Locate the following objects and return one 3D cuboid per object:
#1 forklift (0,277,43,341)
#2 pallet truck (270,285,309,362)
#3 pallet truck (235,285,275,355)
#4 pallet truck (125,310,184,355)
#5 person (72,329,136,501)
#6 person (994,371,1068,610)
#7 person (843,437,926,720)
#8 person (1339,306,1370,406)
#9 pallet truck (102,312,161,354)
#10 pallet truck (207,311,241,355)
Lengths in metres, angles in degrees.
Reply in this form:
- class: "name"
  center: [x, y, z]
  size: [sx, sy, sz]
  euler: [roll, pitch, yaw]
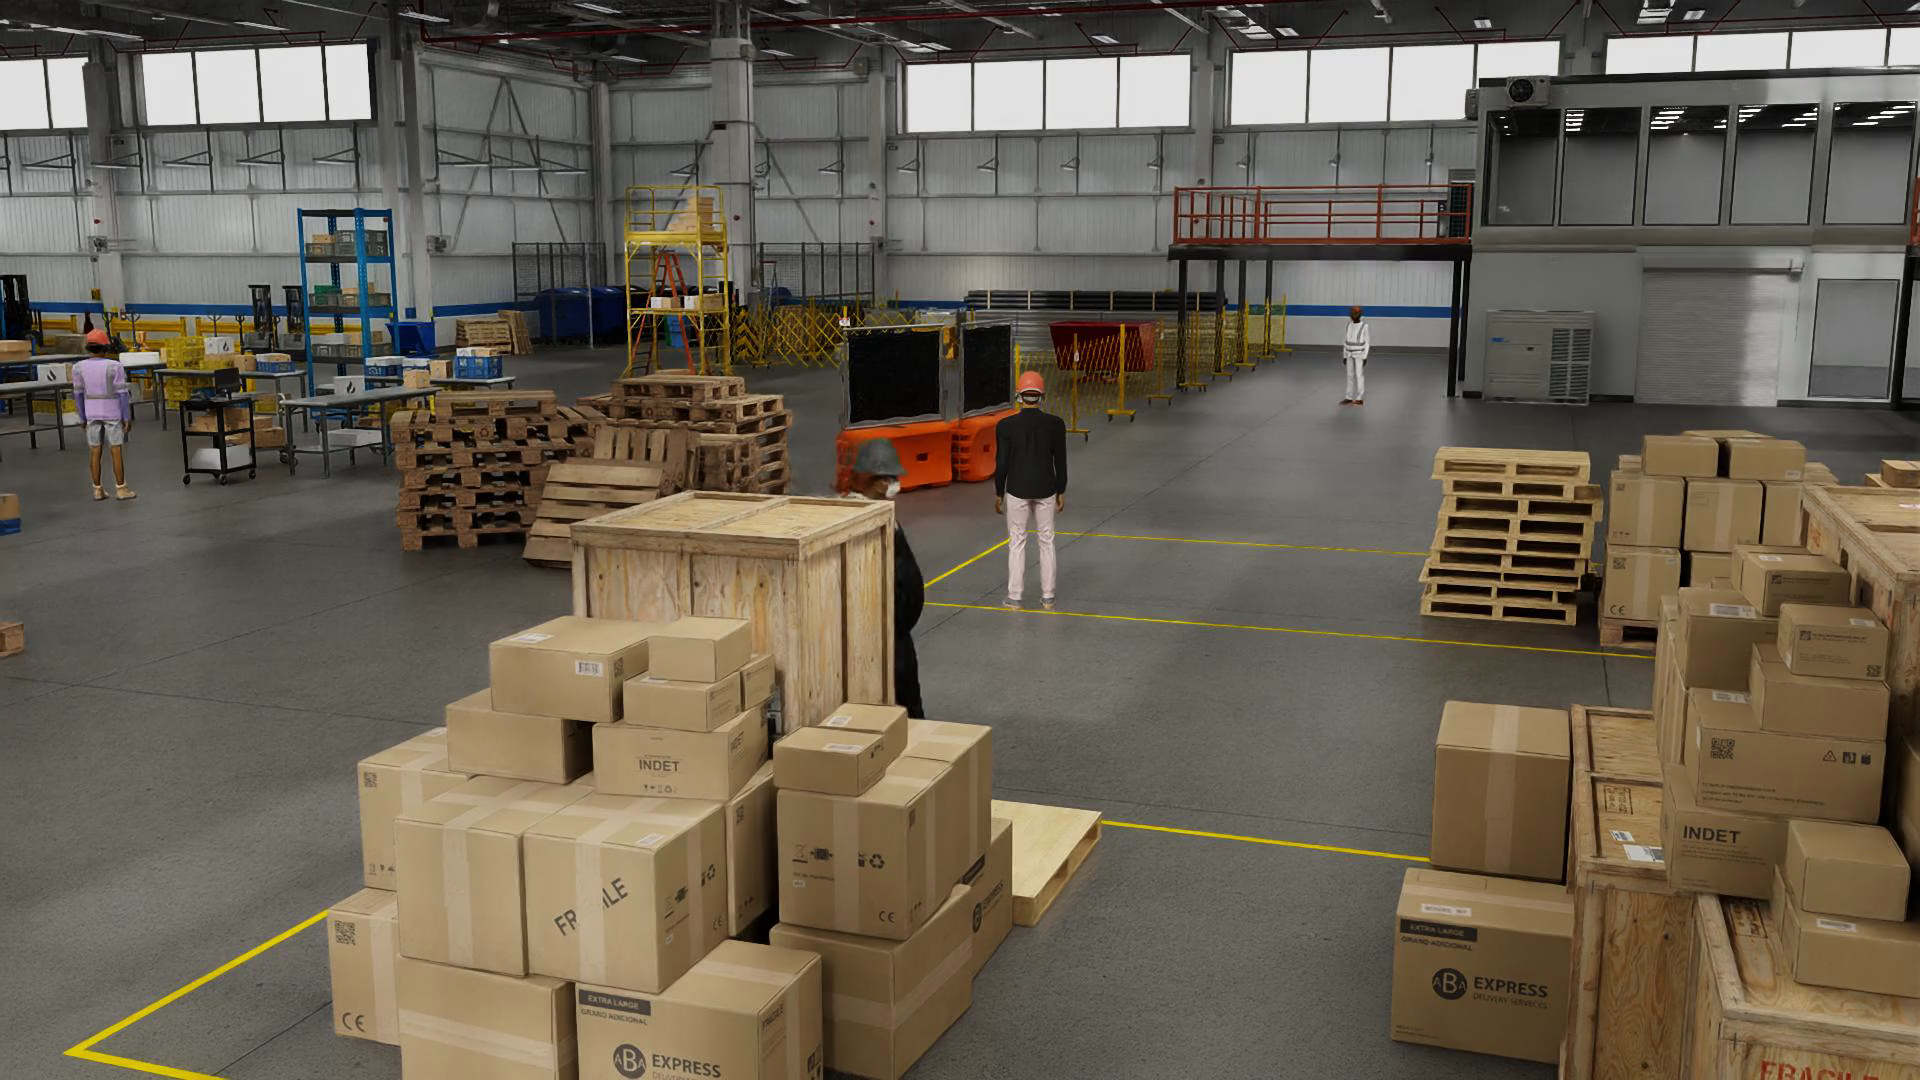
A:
- class: "forklift"
  center: [-27.151, -6.329, 46.328]
  size: [1.157, 1.987, 2.680]
  euler: [3, 11, 17]
- class: "pallet truck"
  center: [-17.147, -5.700, 43.663]
  size: [0.823, 1.965, 1.885]
  euler: [3, 11, 17]
- class: "pallet truck"
  center: [-18.327, -5.835, 44.421]
  size: [0.823, 1.965, 1.885]
  euler: [4, 11, 23]
- class: "pallet truck"
  center: [-22.038, -5.665, 45.457]
  size: [0.704, 1.261, 1.522]
  euler: [3, 11, 17]
- class: "person"
  center: [-10.150, -1.476, 19.732]
  size: [0.607, 2.048, 0.370]
  euler: [-1, 10, -4]
- class: "person"
  center: [0.587, -0.404, 13.844]
  size: [0.622, 1.994, 0.381]
  euler: [-2, 10, -10]
- class: "person"
  center: [-0.557, 0.375, 9.325]
  size: [1.035, 2.000, 0.679]
  euler: [2, 10, 11]
- class: "person"
  center: [7.483, -3.477, 31.465]
  size: [0.358, 1.882, 0.574]
  euler: [-7, 12, -34]
- class: "pallet truck"
  center: [-23.057, -5.777, 46.261]
  size: [0.680, 1.201, 1.601]
  euler: [3, 11, 19]
- class: "pallet truck"
  center: [-19.537, -5.575, 44.913]
  size: [0.653, 1.274, 1.630]
  euler: [3, 11, 19]
